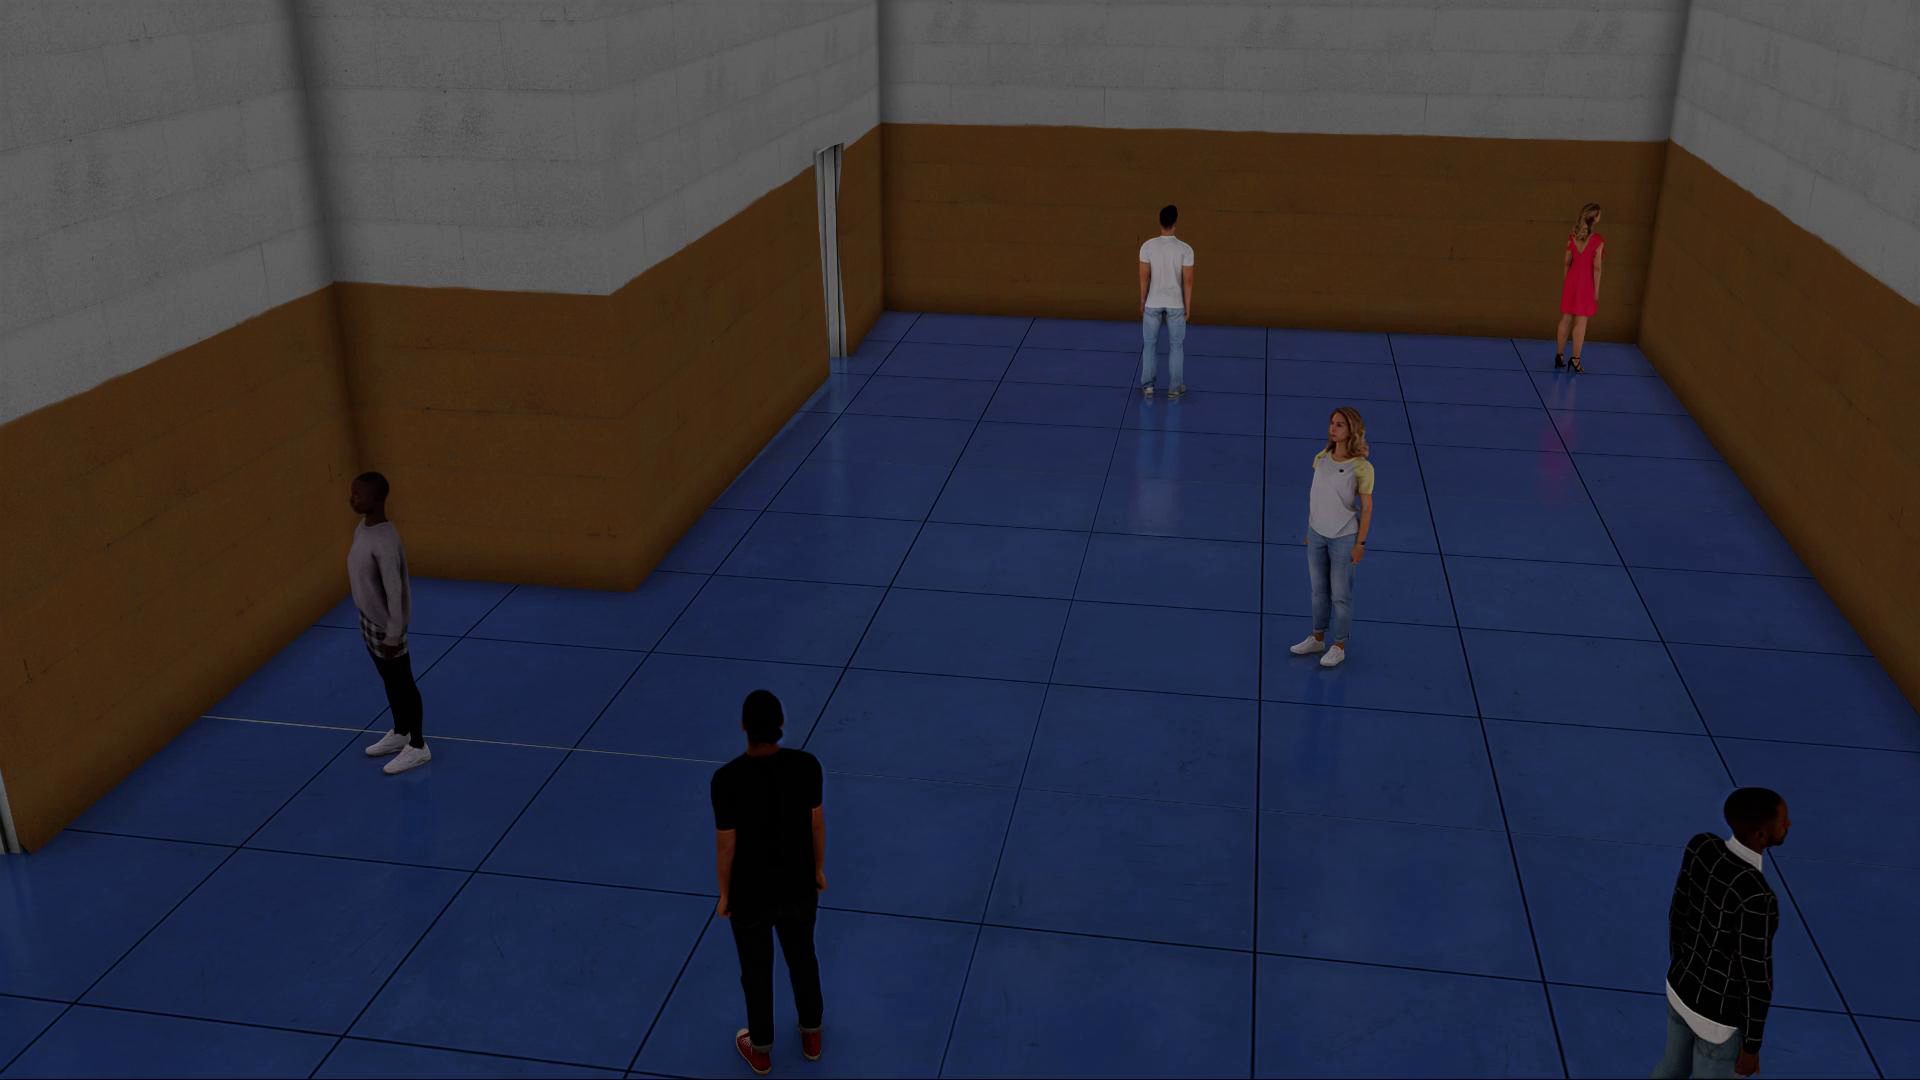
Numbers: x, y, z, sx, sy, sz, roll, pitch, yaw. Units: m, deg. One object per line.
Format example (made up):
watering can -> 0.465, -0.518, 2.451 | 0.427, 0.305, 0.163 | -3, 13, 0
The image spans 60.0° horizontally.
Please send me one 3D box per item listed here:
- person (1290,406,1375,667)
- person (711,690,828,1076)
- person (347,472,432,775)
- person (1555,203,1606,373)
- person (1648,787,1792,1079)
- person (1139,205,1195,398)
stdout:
person -> 2.406, -0.029, 10.645 | 0.769, 1.723, 0.693 | -17, 27, -36
person -> -0.792, 1.434, 6.980 | 0.664, 1.757, 0.772 | -9, 24, -21
person -> -3.237, 0.451, 9.406 | 0.752, 1.772, 0.684 | -16, 27, -34
person -> 6.351, -2.599, 17.055 | 0.717, 1.728, 0.665 | -13, 25, -29
person -> 2.790, 1.714, 6.198 | 0.663, 1.820, 0.737 | -3, 22, -8
person -> 1.992, -2.316, 16.168 | 0.499, 1.864, 0.743 | 5, 22, 13
